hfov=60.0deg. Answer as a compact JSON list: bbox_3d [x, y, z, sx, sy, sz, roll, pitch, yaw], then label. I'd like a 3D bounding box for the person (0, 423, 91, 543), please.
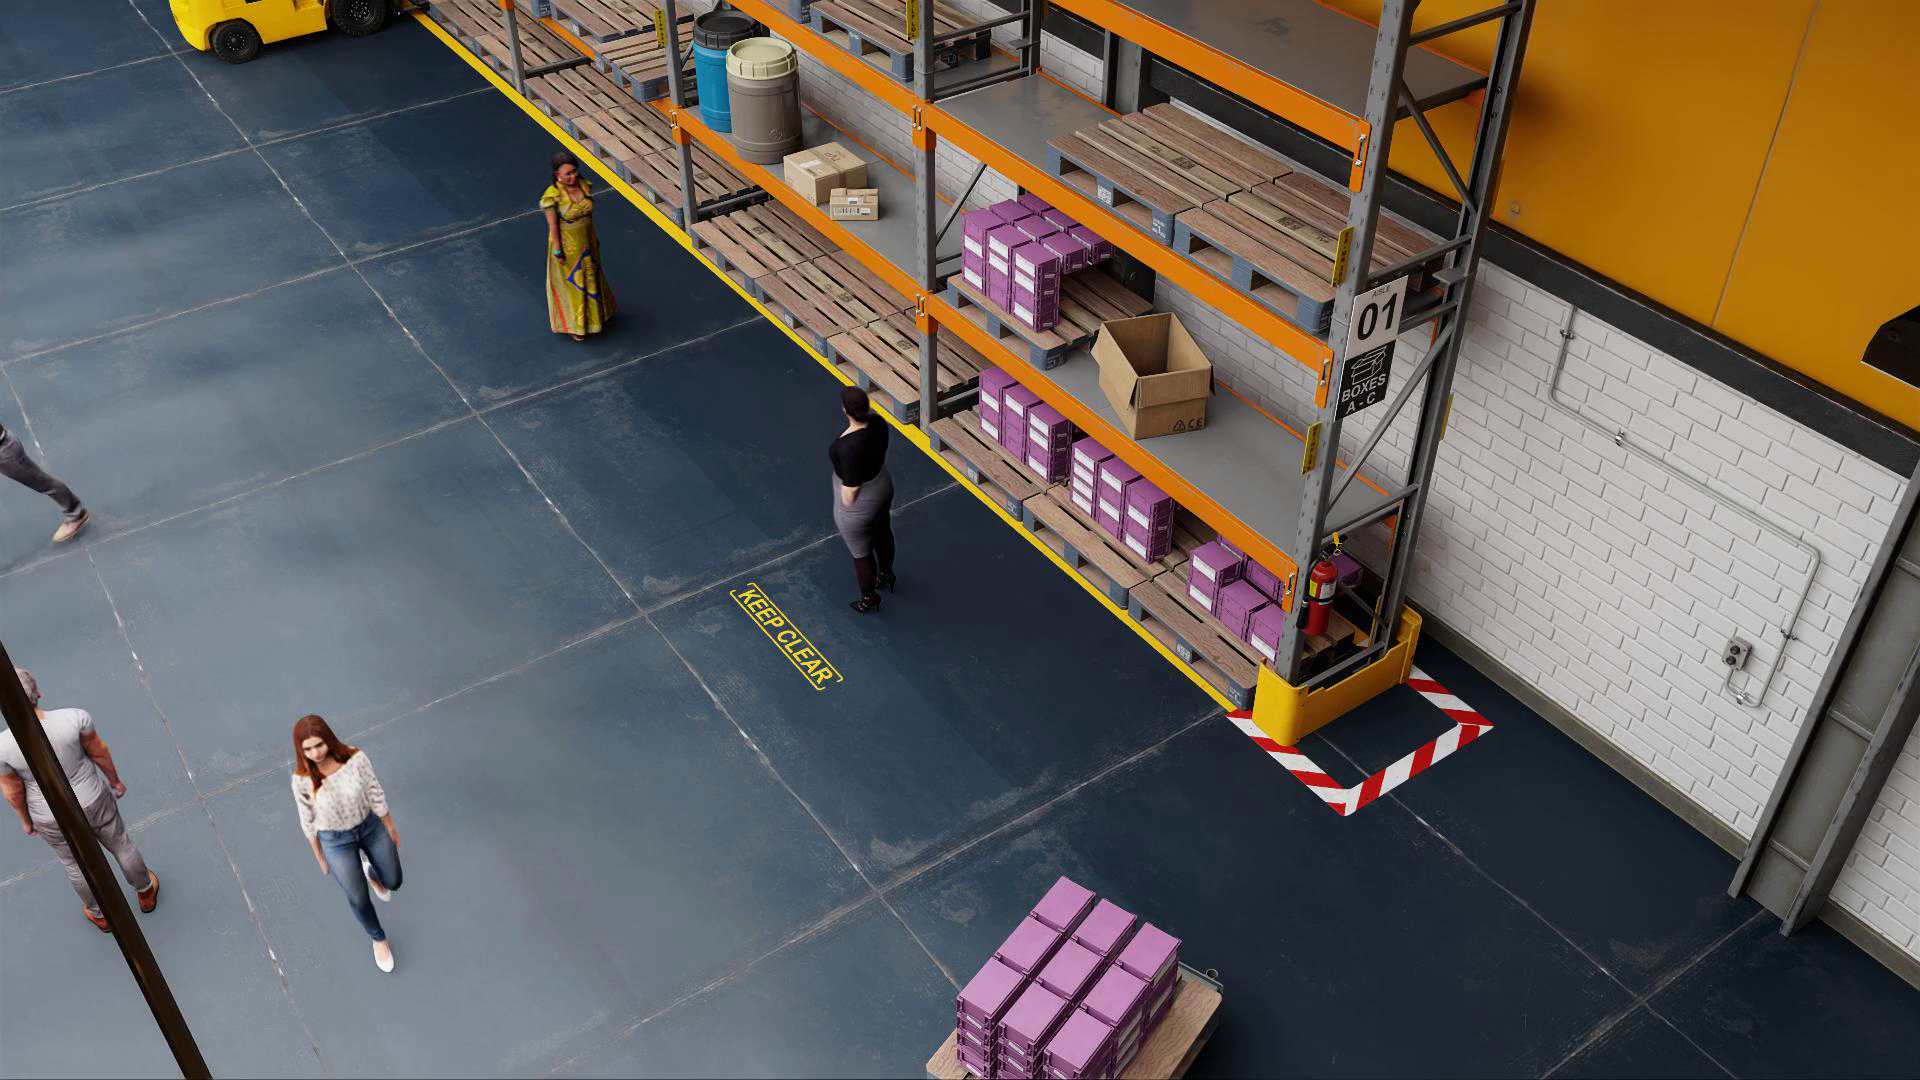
[{"bbox_3d":[-6.605,-0.675,11.506,1.312,1.887,1.094,21,43,24],"label":"person"}]

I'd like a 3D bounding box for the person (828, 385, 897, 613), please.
[{"bbox_3d":[-0.627,-0.270,11.104,0.782,1.757,0.774,18,42,21],"label":"person"}]

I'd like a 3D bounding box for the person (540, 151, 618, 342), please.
[{"bbox_3d":[-3.231,-2.491,13.963,0.933,1.660,0.963,23,44,26],"label":"person"}]

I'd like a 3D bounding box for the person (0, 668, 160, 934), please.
[{"bbox_3d":[-4.781,1.409,8.941,0.690,1.832,0.549,-25,45,-28],"label":"person"}]

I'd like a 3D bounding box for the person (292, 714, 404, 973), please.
[{"bbox_3d":[-3.254,1.536,8.873,0.623,1.719,0.835,-20,43,-24],"label":"person"}]
